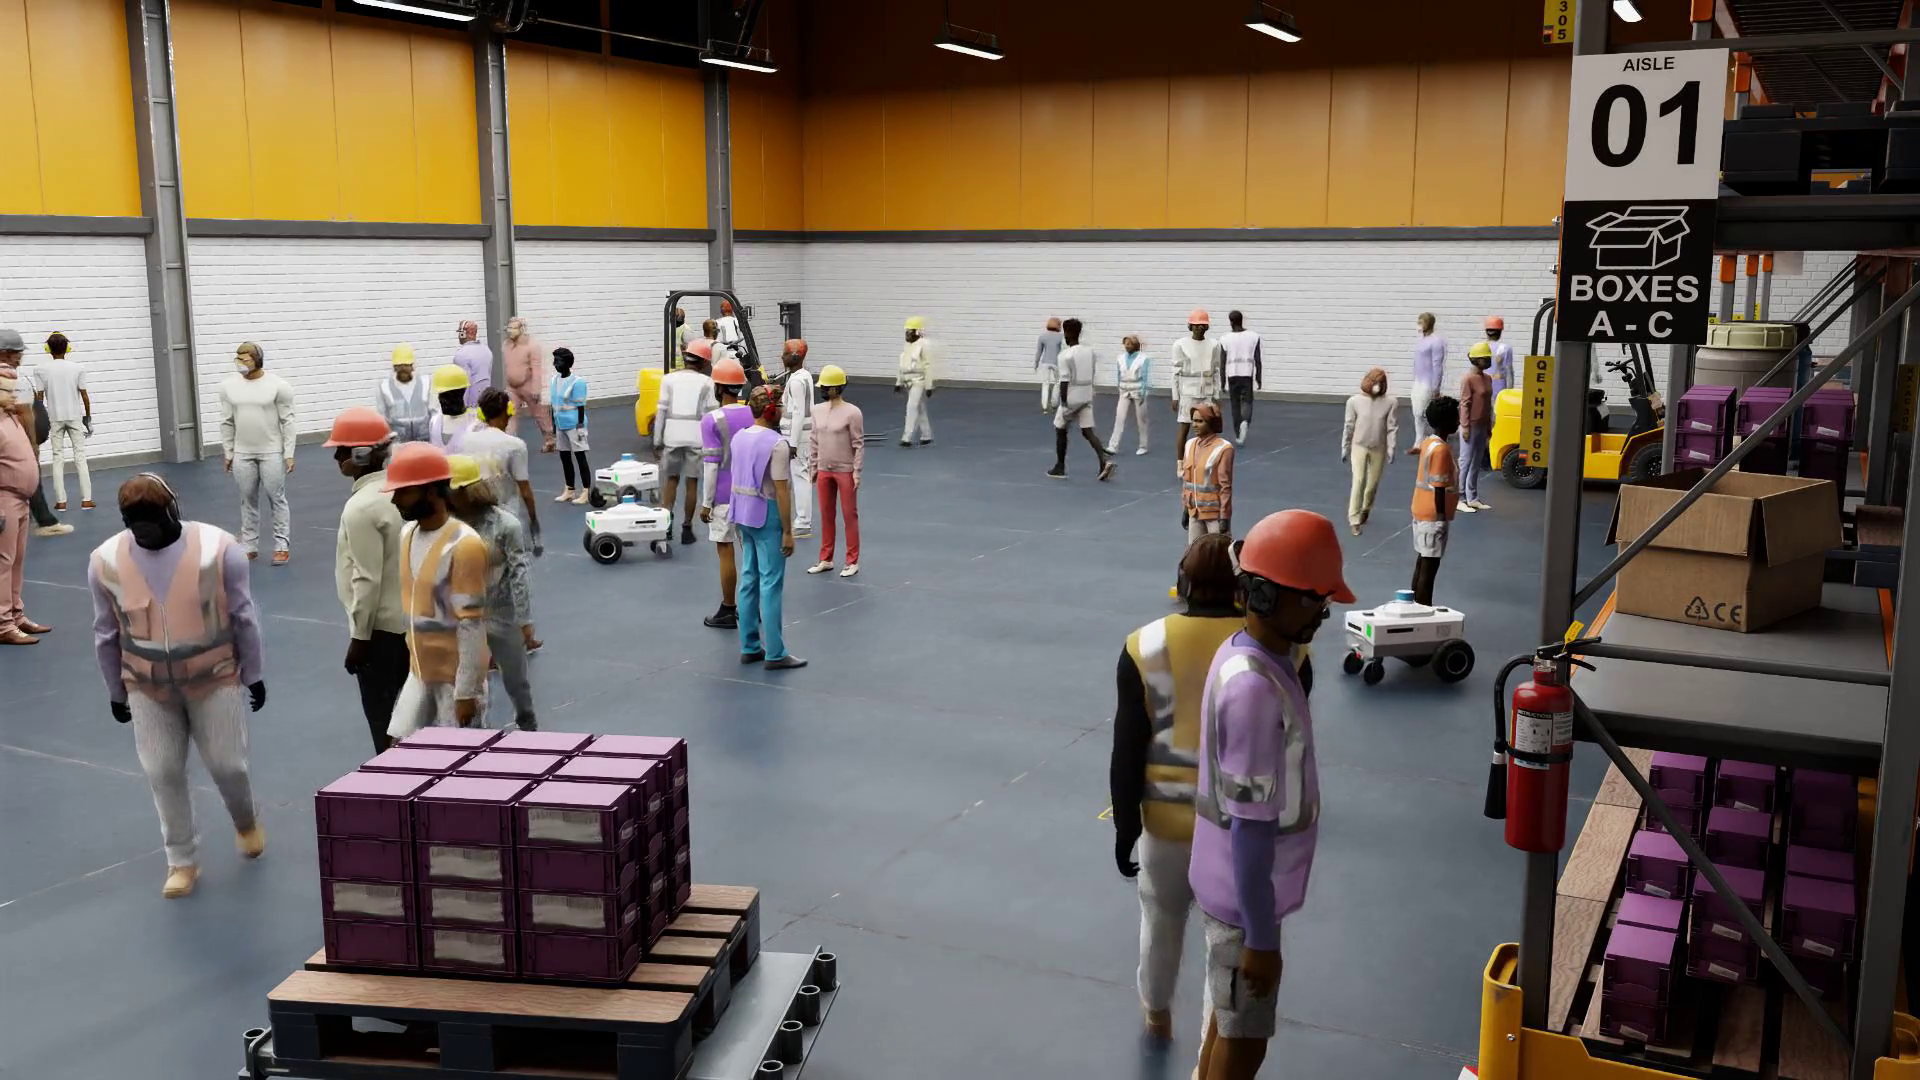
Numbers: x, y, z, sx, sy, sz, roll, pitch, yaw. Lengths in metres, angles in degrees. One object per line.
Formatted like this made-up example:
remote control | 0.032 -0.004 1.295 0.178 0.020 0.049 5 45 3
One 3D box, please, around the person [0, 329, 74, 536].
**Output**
person | -8.852 -0.989 15.456 0.691 2.000 0.989 8 13 40

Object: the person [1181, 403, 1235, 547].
person | 1.777 -0.171 11.920 0.318 1.630 0.512 -6 12 -32

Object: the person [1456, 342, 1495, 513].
person | 5.379 -1.175 17.318 0.526 1.772 0.307 -10 14 -44

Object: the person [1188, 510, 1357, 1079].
person | 0.811 0.924 4.404 0.404 2.034 0.609 2 10 11

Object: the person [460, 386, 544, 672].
person | -2.918 -0.082 10.820 0.556 1.821 0.842 5 11 27

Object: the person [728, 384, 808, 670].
person | -1.283 -0.083 10.771 0.396 1.847 0.565 -8 13 -40

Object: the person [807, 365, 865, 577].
person | -1.035 -0.572 13.843 0.526 1.765 0.329 6 12 32

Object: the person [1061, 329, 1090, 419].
person | 1.905 -2.791 27.166 0.517 1.605 0.671 4 11 22

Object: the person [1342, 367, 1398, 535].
person | 3.951 -0.883 16.102 0.506 1.604 0.705 1 10 4

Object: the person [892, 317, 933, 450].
person | -0.696 -2.148 22.828 0.839 1.803 0.588 -6 11 -31

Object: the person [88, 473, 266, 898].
person | -3.276 0.588 7.016 0.645 1.811 0.602 -2 10 -12

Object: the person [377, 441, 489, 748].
person | -2.170 0.544 6.926 0.571 1.922 0.401 8 12 37

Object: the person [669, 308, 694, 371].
person | -4.348 -2.666 25.743 0.429 1.842 0.634 -6 12 -33

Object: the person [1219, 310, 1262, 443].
person | 3.946 -2.285 23.391 0.631 1.892 0.668 1 10 6

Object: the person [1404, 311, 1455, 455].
person | 6.232 -2.064 22.040 0.525 1.925 0.632 -1 10 -7

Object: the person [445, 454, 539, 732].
person | -2.425 0.376 8.552 0.505 1.701 0.685 0 10 2

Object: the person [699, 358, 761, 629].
person | -1.644 -0.332 11.940 0.352 1.942 0.546 8 13 41

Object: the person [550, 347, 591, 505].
person | -4.182 -1.217 17.803 0.536 1.688 0.324 8 13 39

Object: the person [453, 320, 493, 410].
person | -5.722 -1.617 19.475 0.402 1.911 0.638 3 10 15

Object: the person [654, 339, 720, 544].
person | -2.517 -0.912 15.462 0.590 1.885 0.576 0 10 2

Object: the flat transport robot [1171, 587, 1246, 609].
flat transport robot | 2.343 0.300 13.114 0.652 0.197 1.431 9 13 42

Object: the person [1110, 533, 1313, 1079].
person | 0.799 0.864 5.417 0.625 1.799 0.922 1 10 4

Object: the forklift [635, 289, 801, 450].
forklift | -3.358 -2.392 23.136 2.313 2.155 1.214 -1 10 -5

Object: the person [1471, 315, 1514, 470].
person | 6.616 -1.837 20.707 0.588 1.929 0.572 -9 13 -41

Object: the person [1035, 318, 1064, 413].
person | 1.548 -2.945 28.027 0.623 1.591 0.727 3 10 18

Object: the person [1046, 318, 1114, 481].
person | 1.425 -1.661 19.675 0.614 1.936 0.902 -7 12 -36

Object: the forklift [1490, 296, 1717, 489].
forklift | 7.296 -1.677 18.993 2.313 2.155 1.214 5 11 27

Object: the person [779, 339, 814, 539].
person | -1.542 -0.953 15.715 0.355 1.880 0.574 0 10 -1

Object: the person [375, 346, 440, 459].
person | -5.396 -1.009 16.313 0.585 1.792 0.930 -5 11 -26

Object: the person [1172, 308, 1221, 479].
person | 2.821 -1.735 19.770 0.615 2.040 0.391 -2 10 -13

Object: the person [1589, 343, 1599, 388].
person | 9.472 -2.498 25.364 0.311 1.638 0.526 -3 10 -17

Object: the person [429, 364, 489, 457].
person | -3.514 -0.279 11.700 0.581 1.919 0.390 5 11 29

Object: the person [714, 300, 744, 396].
person | -3.938 -3.126 28.284 0.586 1.880 0.340 -8 12 -38

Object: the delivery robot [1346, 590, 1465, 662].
delivery robot | 2.811 0.559 10.521 0.707 0.478 0.477 -3 10 -14

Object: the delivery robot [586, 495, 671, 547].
delivery robot | -2.910 -0.148 14.611 0.707 0.478 0.477 -4 11 -20

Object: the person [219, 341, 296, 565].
person | -6.027 -0.739 14.310 0.629 1.936 0.371 0 10 0

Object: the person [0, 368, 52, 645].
person | -6.574 -0.235 11.498 0.406 1.902 0.636 -3 10 -14

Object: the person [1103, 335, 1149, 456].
person | 2.235 -1.888 21.946 0.518 1.600 0.836 7 12 35

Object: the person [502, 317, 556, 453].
person | -5.754 -2.032 22.057 0.654 1.858 1.016 4 11 24

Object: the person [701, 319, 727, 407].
person | -3.211 -1.929 21.469 0.514 1.841 0.324 3 10 19

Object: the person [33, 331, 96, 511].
person | -9.349 -1.237 17.374 0.514 1.876 0.328 -5 11 -25

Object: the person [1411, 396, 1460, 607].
person | 3.333 -0.163 11.665 0.322 1.697 0.536 2 10 9

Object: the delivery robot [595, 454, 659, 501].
delivery robot | -3.526 -0.670 17.635 0.477 0.478 0.707 6 11 30

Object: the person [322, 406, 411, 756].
person | -2.699 0.375 7.693 0.388 1.993 0.618 0 10 -2
